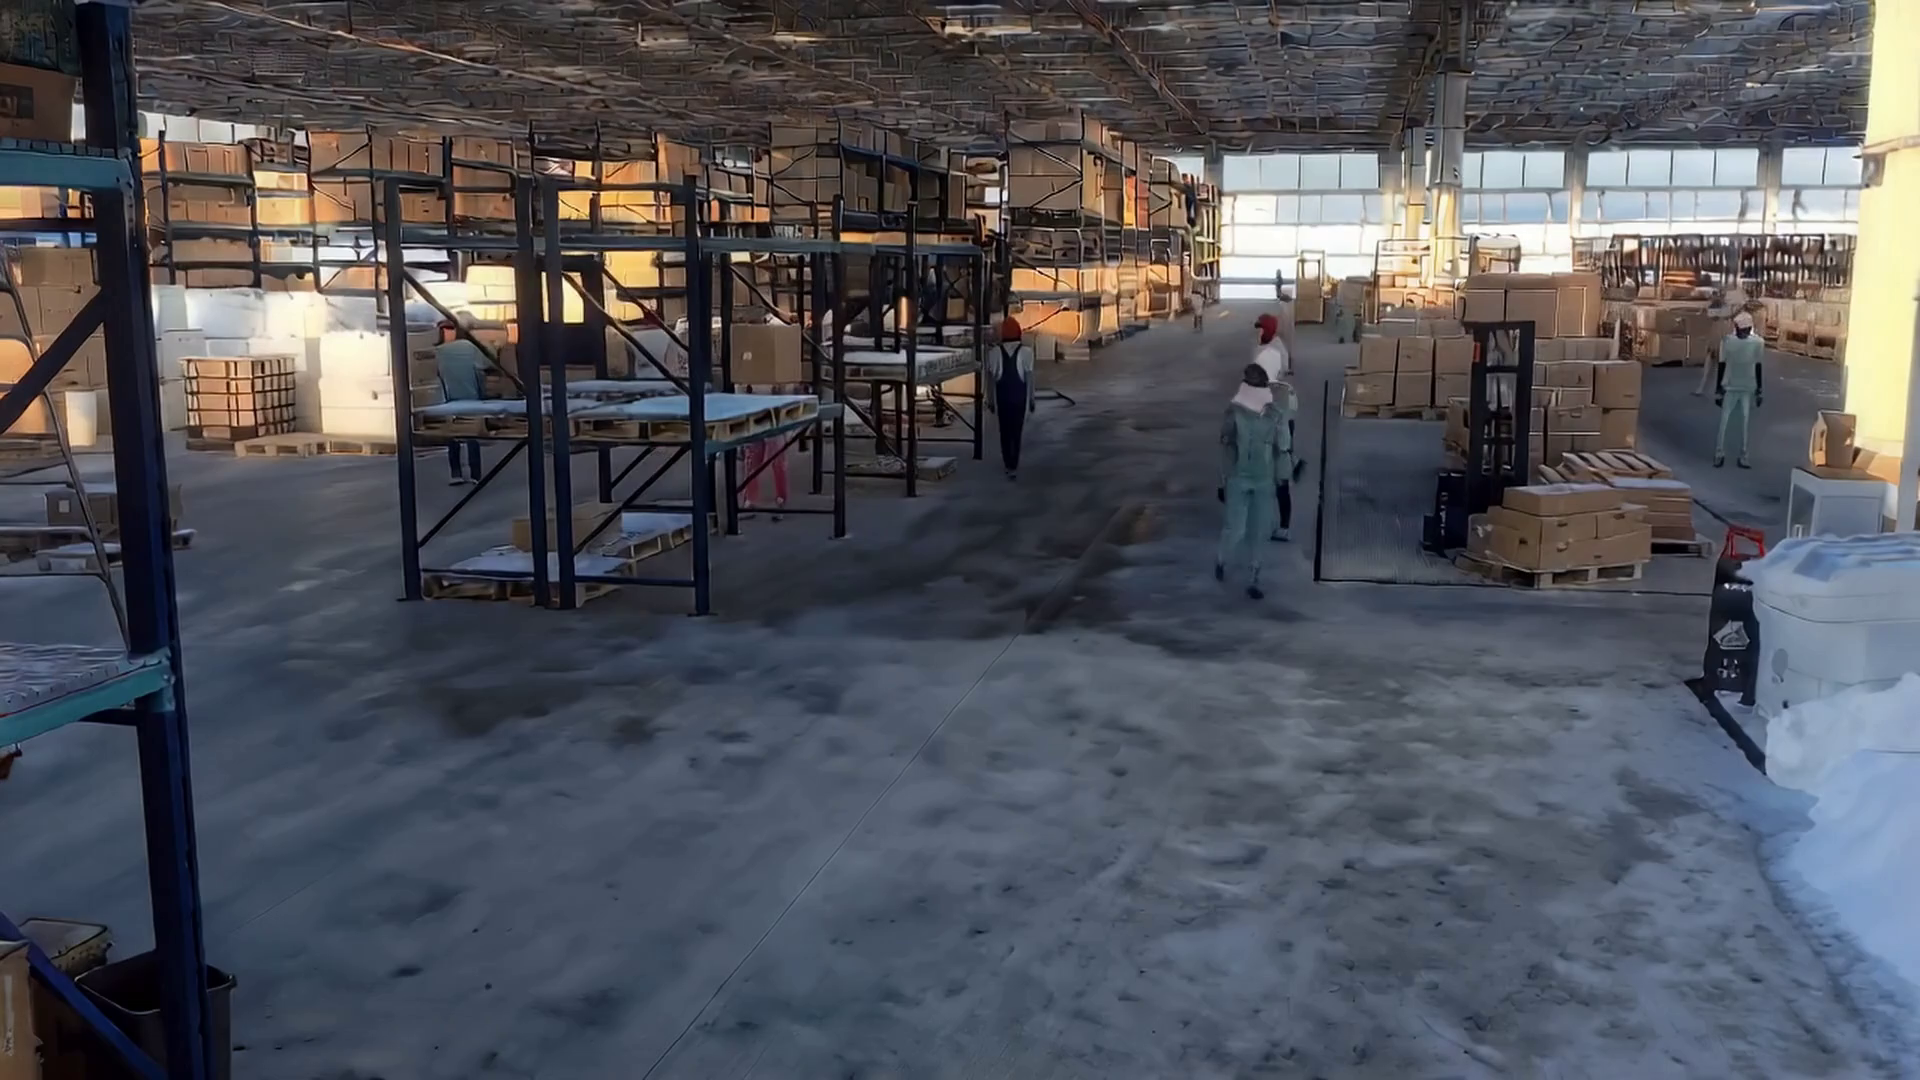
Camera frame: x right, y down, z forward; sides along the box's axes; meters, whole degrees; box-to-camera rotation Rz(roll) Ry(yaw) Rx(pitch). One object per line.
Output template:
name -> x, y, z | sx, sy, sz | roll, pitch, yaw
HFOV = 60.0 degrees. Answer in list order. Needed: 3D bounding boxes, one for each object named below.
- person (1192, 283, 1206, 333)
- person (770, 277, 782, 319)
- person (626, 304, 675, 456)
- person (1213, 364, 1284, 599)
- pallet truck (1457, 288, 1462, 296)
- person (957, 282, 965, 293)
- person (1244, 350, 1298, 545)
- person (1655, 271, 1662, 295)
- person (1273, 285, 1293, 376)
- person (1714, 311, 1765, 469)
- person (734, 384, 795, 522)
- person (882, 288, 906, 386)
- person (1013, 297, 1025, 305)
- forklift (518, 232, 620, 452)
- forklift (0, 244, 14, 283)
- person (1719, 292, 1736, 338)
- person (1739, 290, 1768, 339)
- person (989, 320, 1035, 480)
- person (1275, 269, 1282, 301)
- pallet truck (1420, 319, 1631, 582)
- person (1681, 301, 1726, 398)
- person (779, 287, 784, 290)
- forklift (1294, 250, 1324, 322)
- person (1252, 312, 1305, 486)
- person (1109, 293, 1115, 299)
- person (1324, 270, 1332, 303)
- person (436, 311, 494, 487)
person -> 8.016, -7.760, 55.696 | 0.546, 1.671, 0.569 | -3, 10, -16
person -> -5.972, -7.588, 53.986 | 0.375, 1.916, 0.597 | -3, 10, -19
person -> -3.890, -2.004, 20.937 | 0.617, 1.907, 0.454 | -1, 10, -8
person -> 2.115, -0.434, 12.208 | 0.485, 1.725, 0.468 | -1, 10, -8
pallet truck -> 20.506, -9.785, 68.819 | 0.653, 1.274, 1.630 | 2, 10, 12
person -> -0.101, -10.302, 70.162 | 0.655, 1.881, 1.035 | 3, 10, 15
person -> 2.692, -0.807, 14.478 | 0.534, 1.698, 0.322 | -4, 10, -24
person -> 37.509, -13.509, 89.305 | 0.612, 1.823, 0.594 | 4, 11, 25
person -> 6.819, -4.461, 35.445 | 0.561, 1.925, 0.599 | -9, 13, -44
person -> 9.206, -1.763, 19.648 | 0.536, 1.865, 0.312 | 3, 10, 16
person -> -1.863, -1.082, 15.689 | 0.627, 1.844, 0.429 | 2, 10, 13
person -> -1.327, -3.987, 32.678 | 0.614, 1.918, 0.969 | 4, 10, 21
person -> 2.036, -8.167, 57.685 | 0.429, 1.829, 0.636 | 4, 11, 25
forklift -> -5.146, -2.599, 21.594 | 1.129, 2.768, 1.873 | -4, 10, -22
forklift -> -21.751, -5.289, 37.525 | 1.873, 2.768, 1.129 | 2, 10, 12
person -> 18.618, -5.203, 40.561 | 0.552, 1.675, 0.554 | 2, 10, 14
person -> 17.733, -4.691, 37.204 | 0.607, 1.793, 0.822 | 2, 10, 11
person -> 0.587, -1.589, 18.852 | 0.511, 1.799, 0.997 | 2, 10, 10
person -> 16.670, -13.218, 87.144 | 0.401, 1.987, 0.608 | 1, 10, 5
pallet truck -> 4.543, -0.757, 13.299 | 0.823, 1.965, 1.885 | -4, 10, -22
person -> 13.367, -3.403, 29.731 | 0.839, 1.726, 0.556 | 4, 10, 24
person -> -6.814, -8.933, 62.868 | 0.498, 1.607, 0.758 | -7, 12, -35
forklift -> 13.778, -10.002, 65.433 | 1.129, 2.768, 1.873 | 2, 10, 12
person -> 3.325, -1.465, 17.734 | 0.617, 1.915, 0.634 | -3, 10, -19
person -> 6.469, -10.241, 70.536 | 0.284, 1.632, 0.502 | -2, 10, -10
person -> 20.826, -14.335, 94.168 | 0.633, 1.839, 0.429 | -8, 12, -39
person -> -5.403, -1.535, 18.142 | 0.585, 1.918, 0.379 | 3, 10, 17
